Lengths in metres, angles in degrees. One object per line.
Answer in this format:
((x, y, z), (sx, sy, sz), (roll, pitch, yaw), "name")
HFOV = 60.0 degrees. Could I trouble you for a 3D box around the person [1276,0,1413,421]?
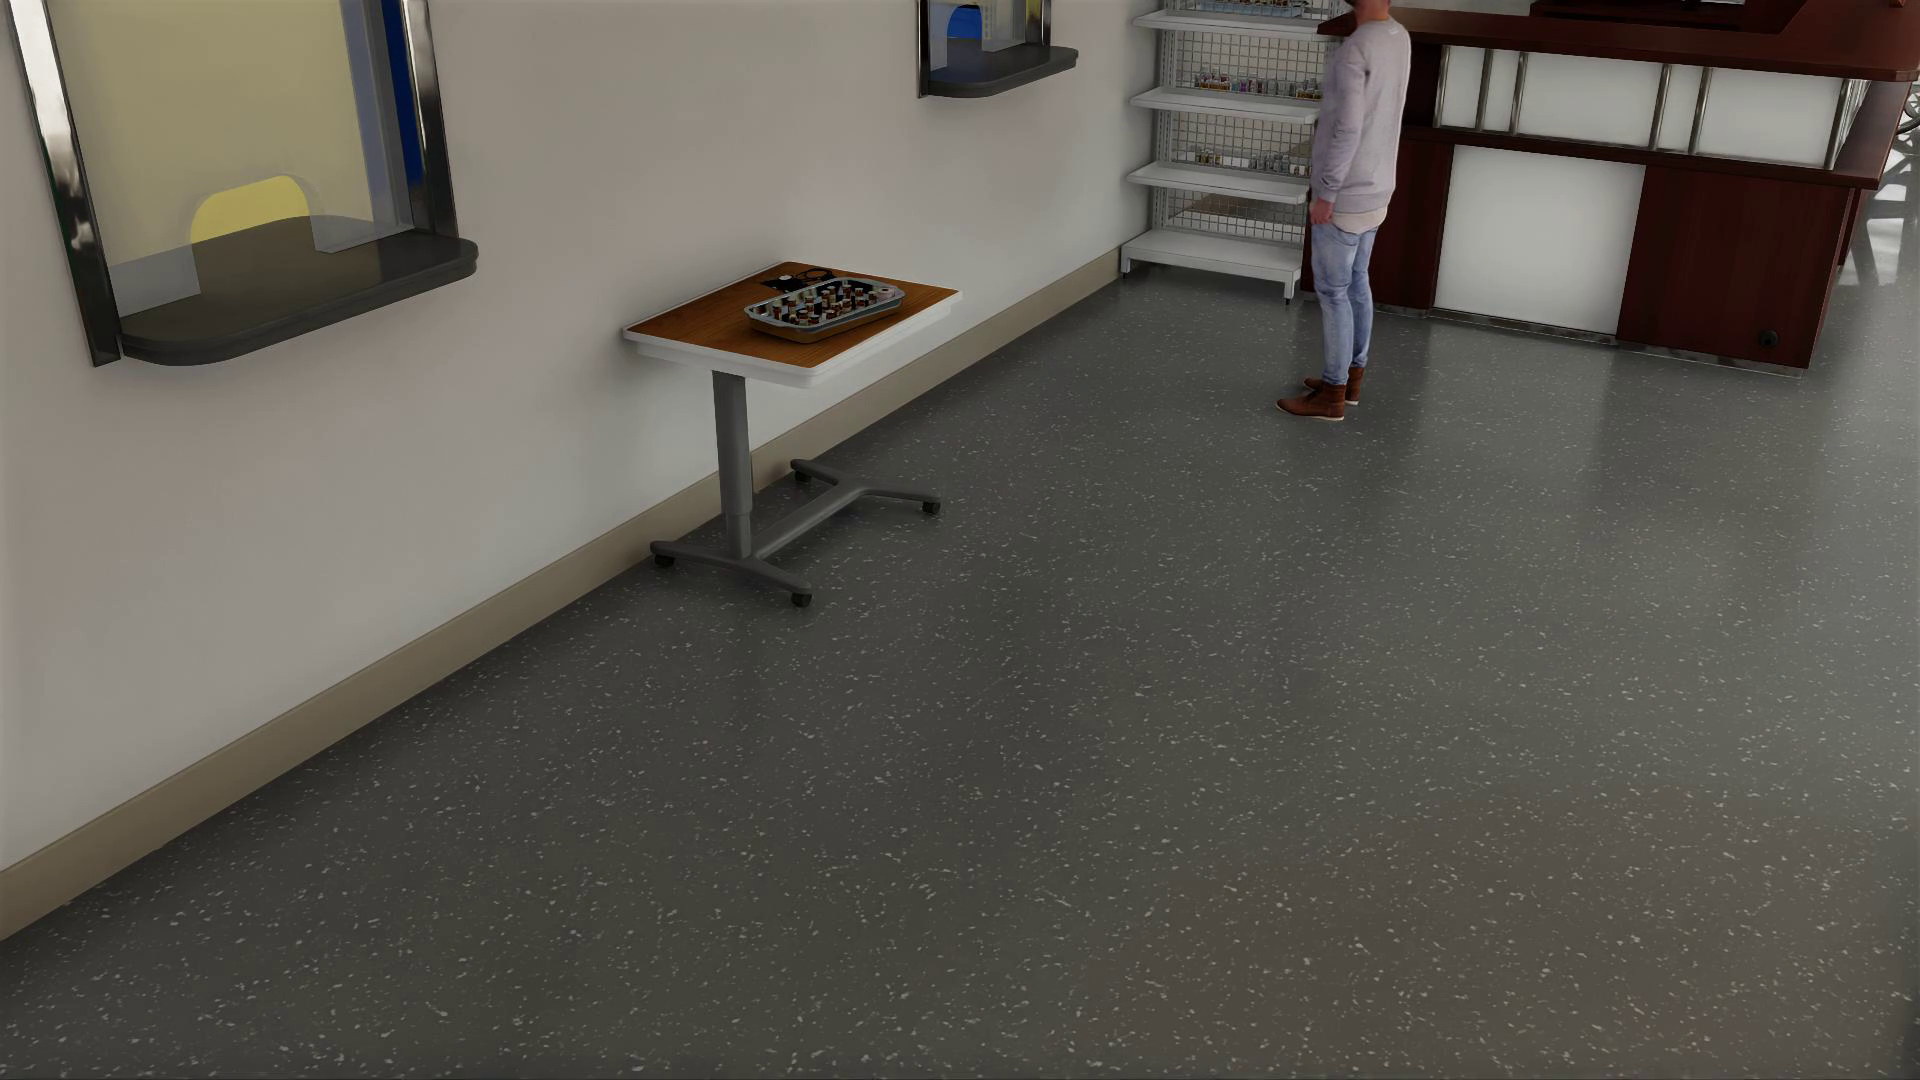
((1.524, -1.376, 6.450), (0.581, 1.842, 0.695), (17, 30, 31), "person")
